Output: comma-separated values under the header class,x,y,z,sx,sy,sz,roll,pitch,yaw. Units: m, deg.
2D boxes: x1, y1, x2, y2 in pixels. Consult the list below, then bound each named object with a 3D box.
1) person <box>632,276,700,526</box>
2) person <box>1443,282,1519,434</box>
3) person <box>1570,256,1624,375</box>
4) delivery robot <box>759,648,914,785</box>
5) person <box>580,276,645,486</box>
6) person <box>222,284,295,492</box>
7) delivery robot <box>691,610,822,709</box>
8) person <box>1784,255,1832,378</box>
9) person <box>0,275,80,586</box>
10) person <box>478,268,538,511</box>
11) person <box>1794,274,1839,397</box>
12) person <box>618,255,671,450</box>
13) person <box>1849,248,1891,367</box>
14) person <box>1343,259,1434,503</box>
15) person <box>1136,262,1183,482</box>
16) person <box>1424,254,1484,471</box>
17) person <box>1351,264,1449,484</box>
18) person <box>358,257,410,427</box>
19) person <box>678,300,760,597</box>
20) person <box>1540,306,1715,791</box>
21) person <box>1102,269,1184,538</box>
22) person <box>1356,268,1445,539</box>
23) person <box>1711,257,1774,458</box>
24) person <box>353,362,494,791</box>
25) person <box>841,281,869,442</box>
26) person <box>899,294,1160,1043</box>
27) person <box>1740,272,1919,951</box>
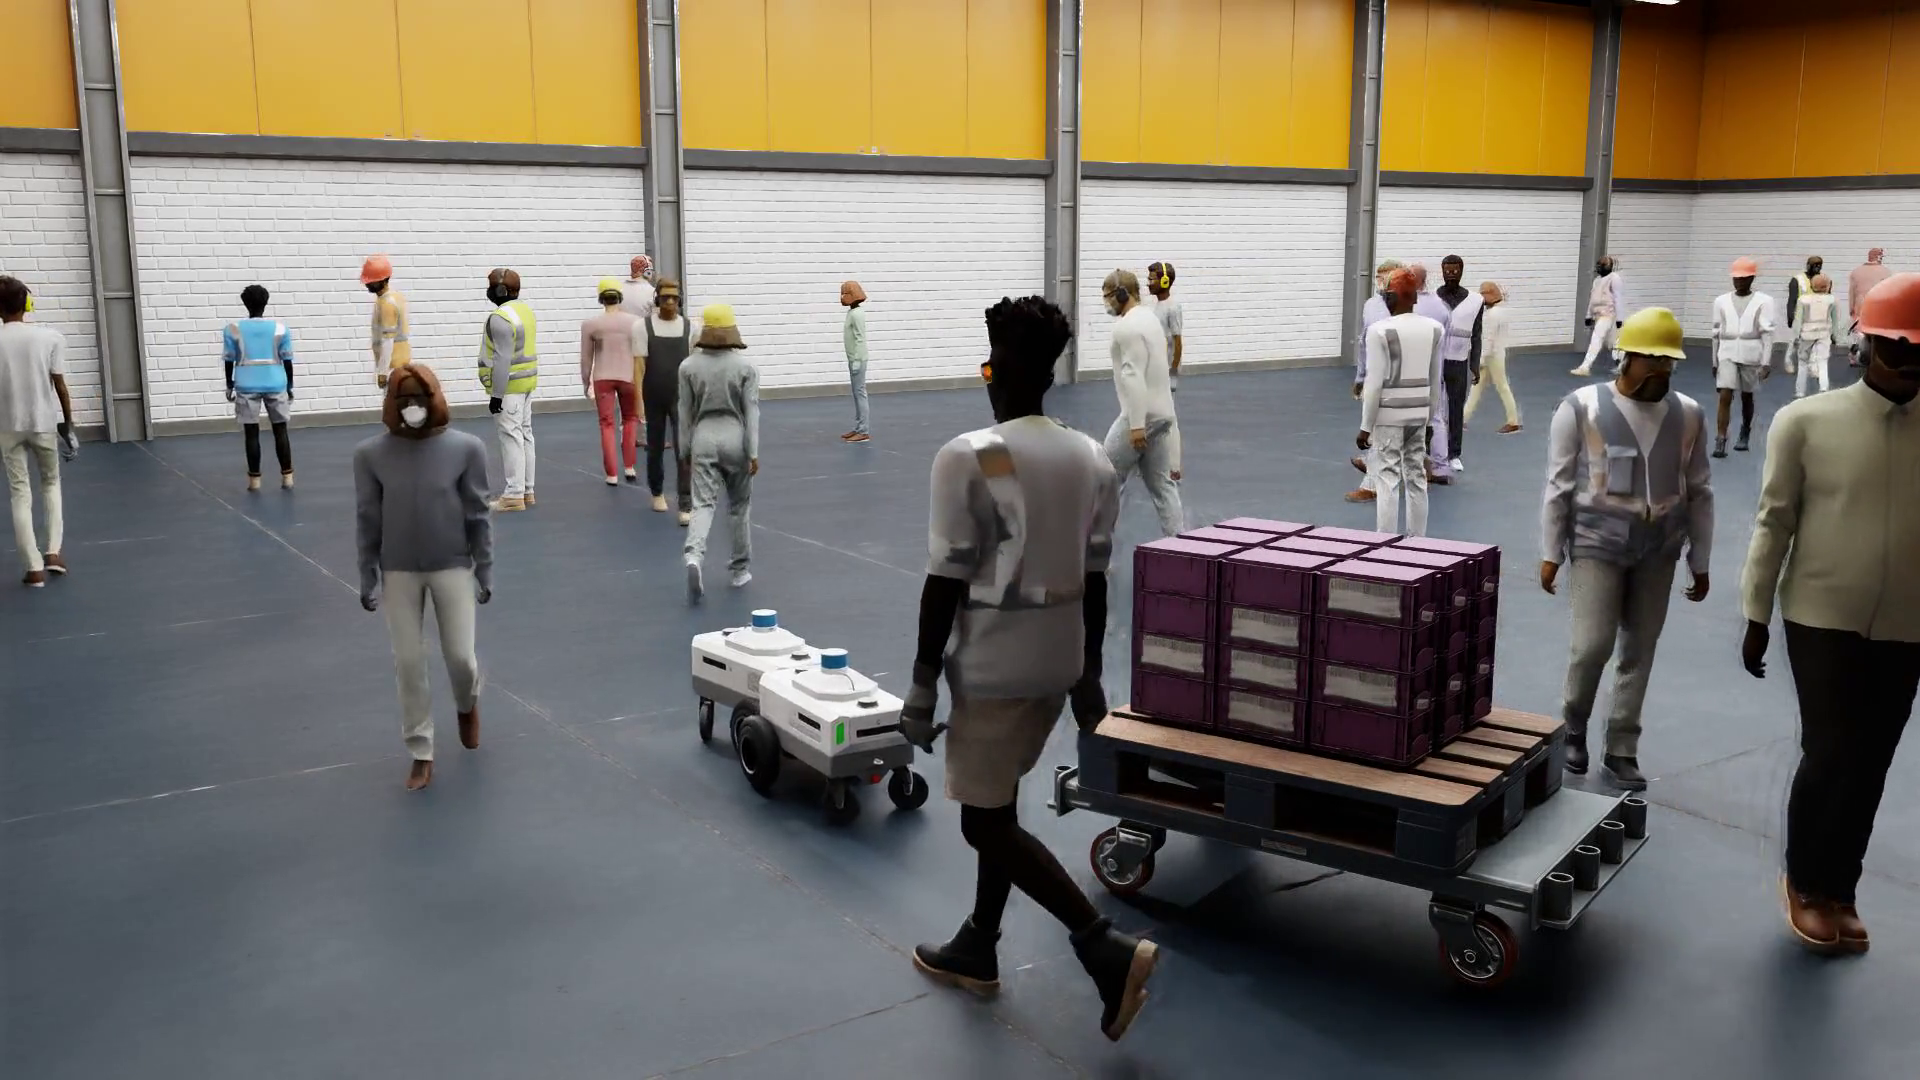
class,x,y,z,sx,sy,sz,roll,pitch,yaw
person,-2.162,-1.042,12.257,0.508,1.809,0.948,-3,11,-16
person,5.553,-1.915,17.563,0.833,1.590,0.524,2,10,8
person,9.739,-3.379,25.102,0.970,1.793,0.643,-1,10,-5
delivery robot,-0.462,0.645,6.152,0.477,0.478,0.707,-6,12,-31
person,-2.923,-1.348,14.063,0.556,1.746,0.655,-3,11,-14
person,-5.718,-1.238,13.606,0.547,1.692,0.345,-5,12,-27
delivery robot,-0.797,0.528,6.795,0.477,0.478,0.707,-8,13,-39
person,12.662,-3.347,24.868,0.634,1.812,0.879,1,10,4
person,-5.631,-0.655,10.008,0.557,1.845,0.606,-6,12,-32
person,-3.451,-1.147,12.700,0.429,1.846,0.626,1,10,3
person,10.947,-2.587,21.251,0.531,1.605,0.824,3,11,14
person,-3.102,-1.827,16.287,0.639,1.900,0.404,6,12,29
person,14.506,-3.693,26.490,0.401,1.904,0.651,-6,12,-32
person,3.432,-1.257,13.124,0.840,1.912,0.631,-4,11,-20
person,1.719,-1.416,14.107,0.310,1.868,0.534,-2,11,-11
person,4.352,-1.578,14.858,0.587,1.920,0.391,3,11,14
person,3.843,-1.423,14.209,0.651,1.843,1.031,-5,11,-25
person,-5.130,-1.573,14.905,0.389,1.898,0.663,-3,11,-16
person,-1.411,-0.527,9.677,0.502,1.719,0.777,1,10,4
person,2.515,0.037,6.262,0.624,1.819,0.412,0,10,-1
person,1.024,-0.712,10.223,0.934,1.880,0.683,5,11,25
person,2.726,-0.738,10.349,0.572,1.884,0.356,-5,12,-26
person,7.475,-1.753,15.908,0.560,1.896,0.972,7,12,33
person,-2.039,0.123,6.373,0.501,1.623,0.440,-2,11,-10
person,-1.070,-1.815,16.940,0.286,1.632,0.500,-1,10,-8
person,0.198,0.339,4.327,0.835,1.931,0.622,9,14,42
person,2.603,0.234,4.756,0.642,1.973,0.534,1,10,5
